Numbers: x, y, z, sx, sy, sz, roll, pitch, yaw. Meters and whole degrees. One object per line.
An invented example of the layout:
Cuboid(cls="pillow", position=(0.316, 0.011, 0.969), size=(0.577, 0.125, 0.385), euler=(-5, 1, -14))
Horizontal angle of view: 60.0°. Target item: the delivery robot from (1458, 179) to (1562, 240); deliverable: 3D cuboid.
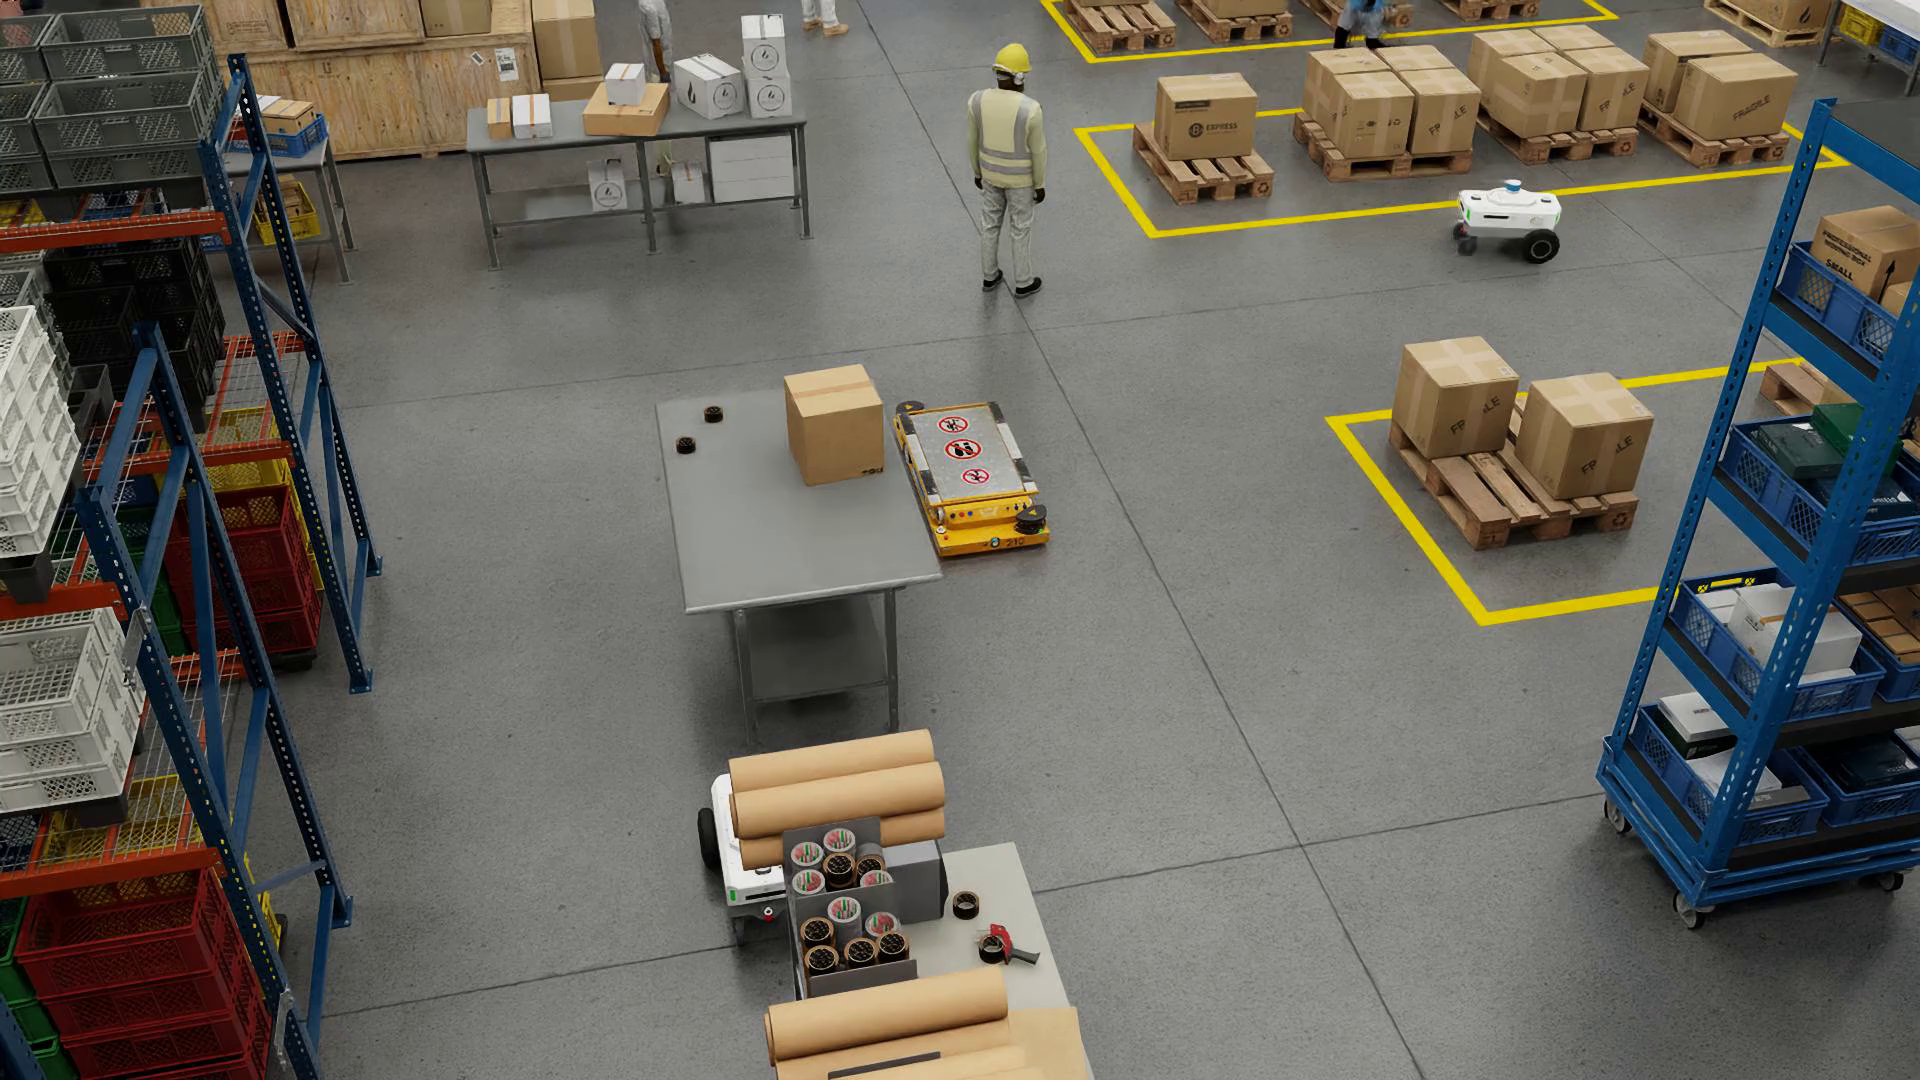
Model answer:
Cuboid(cls="delivery robot", position=(4.136, -2.477, 12.548), size=(0.707, 0.478, 0.477), euler=(3, 37, 4))

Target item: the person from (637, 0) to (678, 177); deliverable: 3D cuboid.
Cuboid(cls="person", position=(-2.356, -3.738, 13.225), size=(0.315, 1.870, 0.533), euler=(-8, 37, -11))

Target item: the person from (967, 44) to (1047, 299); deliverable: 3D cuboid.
Cuboid(cls="person", position=(0.349, -2.580, 11.708), size=(0.588, 1.822, 0.403), euler=(18, 40, 22))

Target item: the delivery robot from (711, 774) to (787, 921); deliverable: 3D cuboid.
Cuboid(cls="delivery robot", position=(-0.905, 1.343, 7.414), size=(0.477, 0.478, 0.707), euler=(-8, 37, -10))

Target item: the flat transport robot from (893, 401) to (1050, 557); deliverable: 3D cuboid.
Cuboid(cls="flat transport robot", position=(0.046, -0.430, 10.108), size=(0.652, 0.197, 1.431), euler=(-8, 37, -10))

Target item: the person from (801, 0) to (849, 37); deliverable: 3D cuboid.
Cuboid(cls="person", position=(-1.358, -5.821, 16.048), size=(0.631, 1.842, 0.428), euler=(29, 46, 33))
